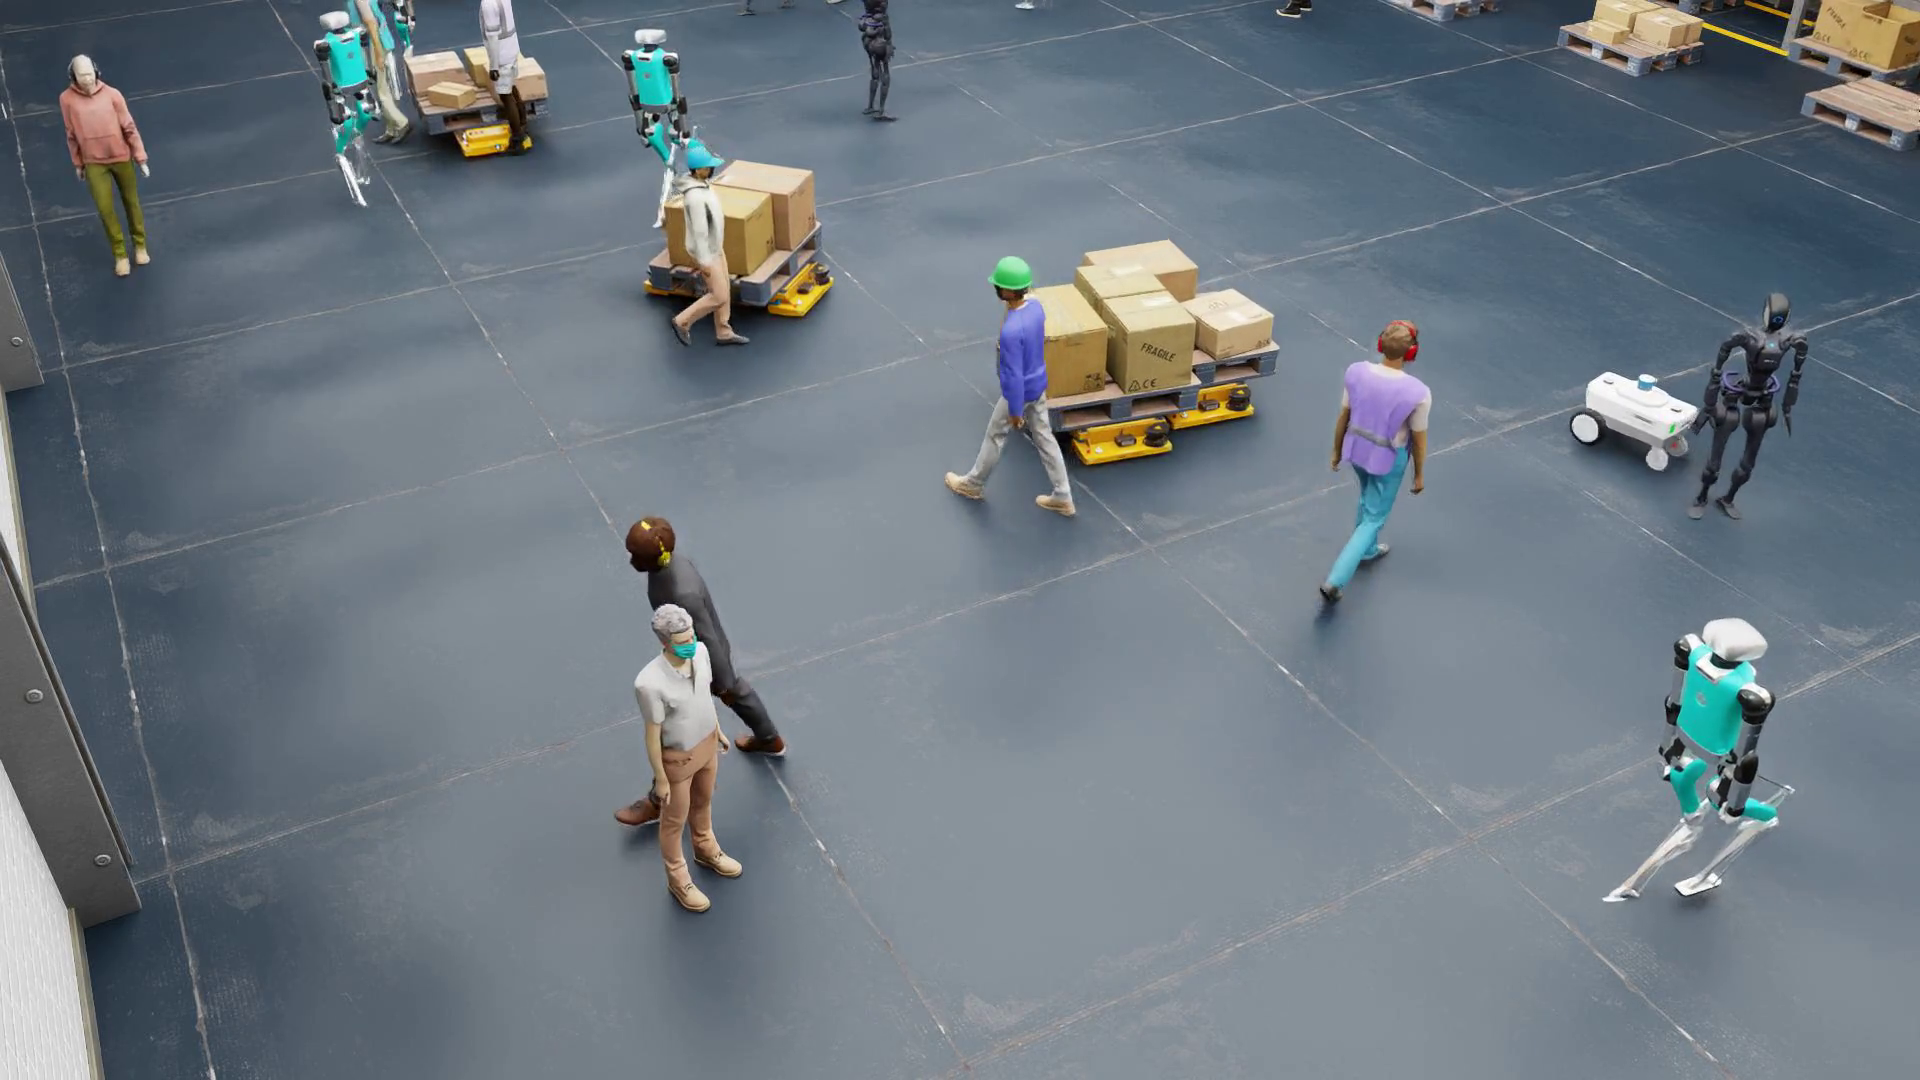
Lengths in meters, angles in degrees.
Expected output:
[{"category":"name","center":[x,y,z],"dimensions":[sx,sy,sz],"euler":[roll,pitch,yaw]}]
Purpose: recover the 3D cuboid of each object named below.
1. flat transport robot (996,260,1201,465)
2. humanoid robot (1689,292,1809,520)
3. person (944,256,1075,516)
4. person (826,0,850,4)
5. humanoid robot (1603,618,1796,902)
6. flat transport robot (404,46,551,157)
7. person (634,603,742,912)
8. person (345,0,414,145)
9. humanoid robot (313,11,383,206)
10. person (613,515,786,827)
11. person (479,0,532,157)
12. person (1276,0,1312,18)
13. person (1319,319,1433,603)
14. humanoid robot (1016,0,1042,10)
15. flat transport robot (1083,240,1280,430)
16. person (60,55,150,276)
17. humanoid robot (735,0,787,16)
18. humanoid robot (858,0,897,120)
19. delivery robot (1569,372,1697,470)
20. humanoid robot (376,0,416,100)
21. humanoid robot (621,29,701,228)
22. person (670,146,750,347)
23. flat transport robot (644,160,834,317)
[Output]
[{"category":"flat transport robot","center":[0.977,-1.019,12.170],"dimensions":[0.659,0.231,1.431],"euler":[-10,36,-14]},{"category":"humanoid robot","center":[5.078,-0.859,10.713],"dimensions":[0.609,1.647,0.311],"euler":[3,35,5]},{"category":"person","center":[0.372,-0.998,10.799],"dimensions":[0.920,1.828,0.483],"euler":[19,39,25]},{"category":"person","center":[-1.501,-7.416,19.855],"dimensions":[0.430,1.933,0.554],"euler":[-12,37,-17]},{"category":"humanoid robot","center":[3.639,1.090,7.904],"dimensions":[0.841,1.792,0.542],"euler":[-13,37,-18]},{"category":"flat transport robot","center":[-4.810,-4.230,16.755],"dimensions":[0.659,0.231,1.431],"euler":[-15,38,-20]},{"category":"person","center":[-1.303,1.017,7.974],"dimensions":[0.320,1.748,0.483],"euler":[20,40,26]},{"category":"person","center":[-5.726,-4.736,16.135],"dimensions":[0.486,1.808,0.635],"euler":[-13,37,-18]},{"category":"humanoid robot","center":[-5.625,-3.948,15.127],"dimensions":[0.772,1.814,0.531],"euler":[26,42,32]},{"category":"person","center":[-1.391,0.605,8.519],"dimensions":[1.044,1.797,0.562],"euler":[-15,38,-20]},{"category":"person","center":[-4.410,-4.641,15.898],"dimensions":[0.384,1.931,0.542],"euler":[1,35,1]},{"category":"person","center":[4.018,-7.115,19.408],"dimensions":[0.365,1.958,0.606],"euler":[24,41,30]},{"category":"person","center":[2.482,-0.465,10.040],"dimensions":[0.842,1.809,0.583],"euler":[-27,43,-33]},{"category":"humanoid robot","center":[0.915,-7.070,19.618],"dimensions":[0.547,1.878,0.766],"euler":[-17,38,-23]},{"category":"flat transport robot","center":[1.603,-1.294,12.564],"dimensions":[0.659,0.231,1.431],"euler":[-11,37,-16]},{"category":"person","center":[-7.027,-3.092,13.771],"dimensions":[0.570,1.823,0.640],"euler":[-14,37,-19]},{"category":"humanoid robot","center":[-2.350,-7.025,19.551],"dimensions":[0.715,1.643,0.583],"euler":[-6,35,-8]},{"category":"humanoid robot","center":[-0.842,-5.088,16.748],"dimensions":[0.337,1.649,0.601],"euler":[-14,37,-19]},{"category":"delivery robot","center":[4.763,-0.884,11.733],"dimensions":[0.499,0.600,0.802],"euler":[-27,43,-33]},{"category":"humanoid robot","center":[-5.902,-5.432,17.194],"dimensions":[0.546,1.799,0.685],"euler":[-9,36,-12]},{"category":"humanoid robot","center":[-2.549,-3.706,14.747],"dimensions":[0.555,1.787,0.886],"euler":[11,37,16]},{"category":"person","center":[-1.944,-2.192,12.623],"dimensions":[0.521,1.657,0.489],"euler":[0,35,0]},{"category":"flat transport robot","center":[-1.833,-2.167,13.809],"dimensions":[1.431,0.231,0.659],"euler":[11,37,16]}]
